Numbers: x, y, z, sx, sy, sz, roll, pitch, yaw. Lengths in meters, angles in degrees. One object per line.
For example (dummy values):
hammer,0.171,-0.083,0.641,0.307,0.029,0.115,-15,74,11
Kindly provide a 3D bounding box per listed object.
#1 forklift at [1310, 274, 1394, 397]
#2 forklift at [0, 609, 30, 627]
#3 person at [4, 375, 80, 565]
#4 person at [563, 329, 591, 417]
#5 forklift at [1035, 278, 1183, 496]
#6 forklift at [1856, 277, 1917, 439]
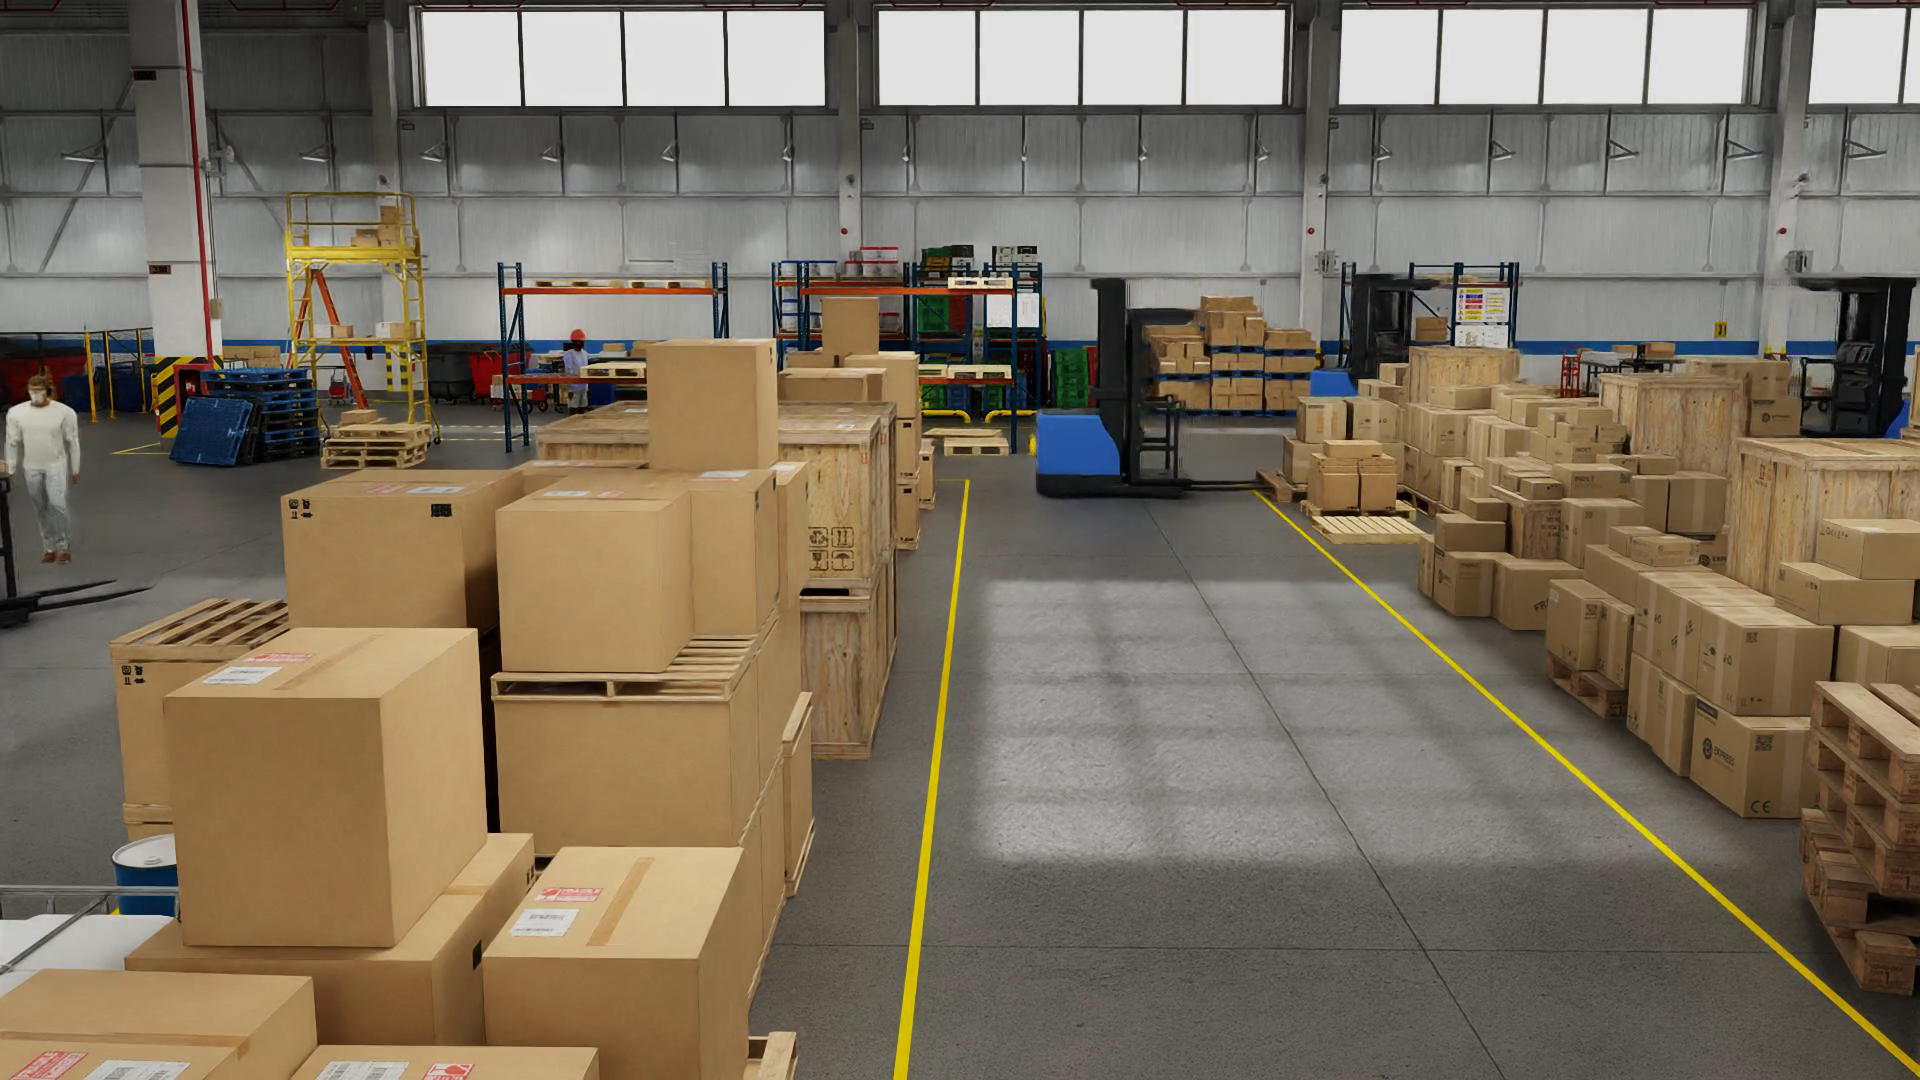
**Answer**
forklift,7.335,-3.367,29.802,1.873,2.768,1.129,9,13,42
forklift,-8.754,-0.597,13.211,1.129,2.768,1.873,7,12,36
person,-9.191,-0.684,16.646,0.654,1.912,0.790,-2,10,-13
person,-6.314,-2.524,27.566,0.370,1.939,0.543,4,10,24
forklift,1.933,-2.010,21.677,1.873,2.768,1.129,0,9,1
forklift,13.221,-2.381,23.896,1.873,2.768,1.129,0,9,1
